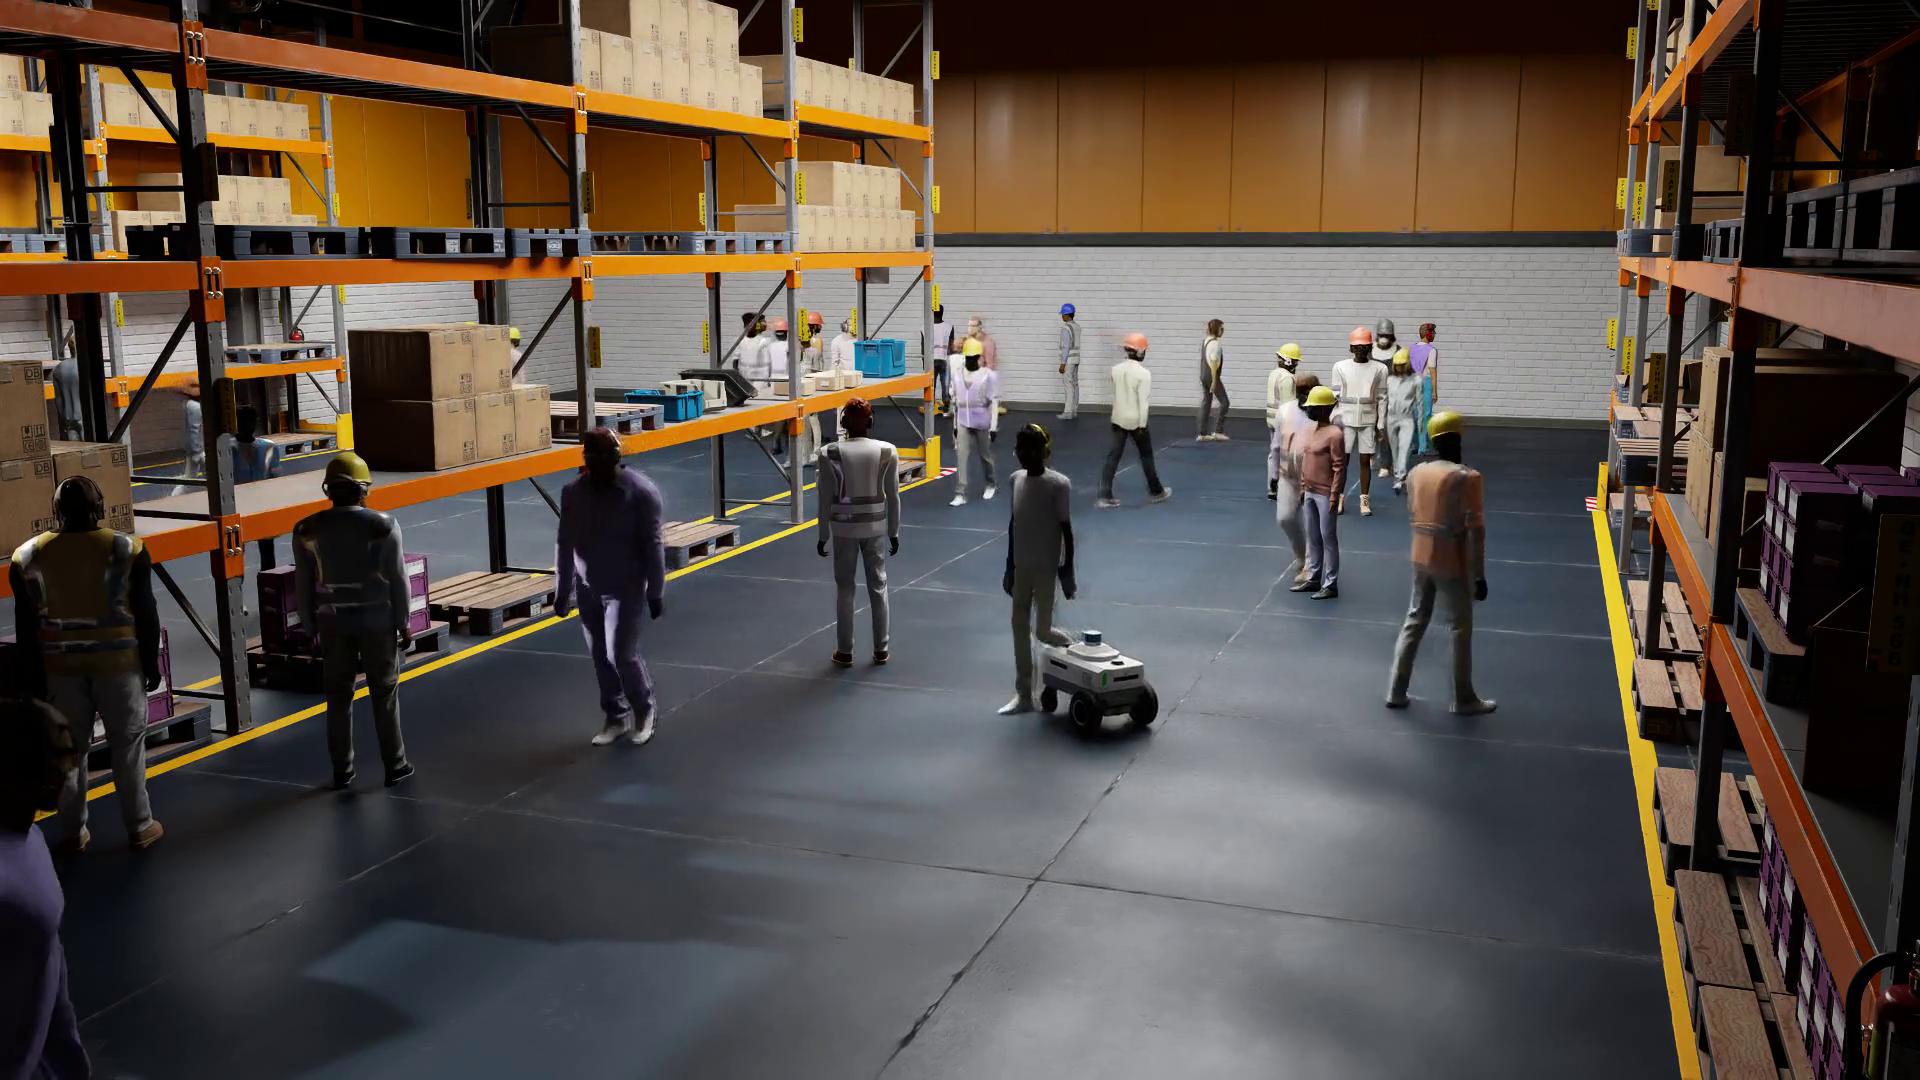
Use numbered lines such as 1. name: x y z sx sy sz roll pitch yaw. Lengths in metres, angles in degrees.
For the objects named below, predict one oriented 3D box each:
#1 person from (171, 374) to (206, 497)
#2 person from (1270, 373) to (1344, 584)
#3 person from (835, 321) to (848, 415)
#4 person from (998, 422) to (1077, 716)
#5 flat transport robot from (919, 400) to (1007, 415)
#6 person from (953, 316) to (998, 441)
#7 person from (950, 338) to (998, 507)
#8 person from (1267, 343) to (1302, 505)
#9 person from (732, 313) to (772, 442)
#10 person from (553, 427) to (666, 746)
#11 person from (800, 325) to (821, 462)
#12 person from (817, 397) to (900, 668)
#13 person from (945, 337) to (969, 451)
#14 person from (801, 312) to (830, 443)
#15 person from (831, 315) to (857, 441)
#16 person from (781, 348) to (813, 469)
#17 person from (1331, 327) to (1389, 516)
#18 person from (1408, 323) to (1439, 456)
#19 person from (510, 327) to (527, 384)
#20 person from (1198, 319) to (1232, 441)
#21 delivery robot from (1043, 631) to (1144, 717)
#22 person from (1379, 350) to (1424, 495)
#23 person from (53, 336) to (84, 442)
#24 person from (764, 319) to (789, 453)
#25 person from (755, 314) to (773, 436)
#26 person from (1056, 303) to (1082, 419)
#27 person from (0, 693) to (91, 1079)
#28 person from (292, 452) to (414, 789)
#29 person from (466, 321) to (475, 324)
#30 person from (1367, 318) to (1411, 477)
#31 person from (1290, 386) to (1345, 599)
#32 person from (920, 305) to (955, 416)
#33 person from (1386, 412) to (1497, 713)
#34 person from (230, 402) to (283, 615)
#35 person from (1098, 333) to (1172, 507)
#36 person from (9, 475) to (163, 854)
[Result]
1. person: -7.979 -0.939 17.366 0.829 1.595 0.508 -5 11 -28
2. person: 3.011 -0.541 14.447 0.661 1.835 0.506 7 12 35
3. person: -1.940 -2.934 28.525 0.518 1.618 0.565 -6 12 -29
4. person: 0.524 0.168 10.442 0.642 1.844 0.515 -10 14 -44
5. flat transport robot: 0.041 -2.312 28.824 1.431 0.197 0.652 -2 10 -10
6. person: 0.275 -2.414 24.937 0.660 1.870 0.974 7 12 33
7. person: 0.182 -1.354 18.895 0.604 1.883 0.979 5 11 25
8. person: 3.669 -1.304 18.780 0.403 1.823 0.588 -1 10 -8
9. person: -3.112 -2.406 24.700 0.597 1.915 0.943 3 11 17
10. person: -2.047 0.282 9.668 0.653 1.890 0.448 4 11 21
11. person: -2.058 -1.982 22.461 0.330 1.872 0.512 -8 13 -37
12. person: -0.705 -0.052 11.554 0.586 1.882 0.341 -3 10 -15
13. person: 0.090 -2.090 23.777 0.529 1.623 0.578 9 13 41
14. person: -2.176 -2.413 24.696 0.379 1.938 0.547 -8 13 -37
15. person: -1.553 -2.305 24.172 0.639 1.911 0.406 -4 11 -22
16. person: -2.155 -1.722 21.662 0.627 1.614 0.553 -7 12 -33
17. person: 4.306 -1.277 18.000 0.605 2.045 0.377 2 10 13
18. person: 6.427 -2.088 23.124 0.379 1.844 0.570 -4 11 -21
19. person: -6.406 -2.177 23.878 0.544 1.757 0.525 6 12 32
20. person: 3.828 -2.376 24.809 0.612 1.827 0.529 -3 11 -17
21. delivery robot: 0.814 0.801 10.229 0.477 0.478 0.707 -6 12 -30
22. person: 5.186 -1.388 19.620 0.492 1.682 0.939 5 11 27
23. person: -9.772 -1.321 18.547 0.635 1.937 0.353 4 11 20
24. person: -2.522 -2.180 23.553 0.554 1.891 0.998 4 11 21
25. person: -3.077 -2.535 25.563 0.325 1.876 0.524 1 10 4
26. person: 1.843 -3.014 28.055 0.383 1.949 0.605 4 11 23
27. person: -2.179 1.309 3.897 0.910 1.878 0.704 -5 11 -26
28. person: -3.250 0.439 8.967 0.588 1.822 0.403 -1 10 -8
29. person: -7.405 -2.438 25.323 0.523 1.769 0.316 5 11 27
30. person: 5.368 -1.843 21.196 0.692 2.000 0.754 3 11 19
31. person: 2.977 -0.393 13.809 0.315 1.767 0.535 -3 11 -19
32. person: -0.374 -3.060 28.396 0.593 1.920 0.391 1 10 8
33. person: 3.019 0.160 10.384 0.497 1.894 0.663 -6 12 -32
34. person: -5.636 -0.251 13.211 0.535 1.697 0.319 -7 12 -35
35. person: 1.951 -1.345 18.678 1.030 1.940 0.609 -9 14 -42
36. person: -4.178 0.603 8.014 0.626 1.836 0.428 -2 10 -12
